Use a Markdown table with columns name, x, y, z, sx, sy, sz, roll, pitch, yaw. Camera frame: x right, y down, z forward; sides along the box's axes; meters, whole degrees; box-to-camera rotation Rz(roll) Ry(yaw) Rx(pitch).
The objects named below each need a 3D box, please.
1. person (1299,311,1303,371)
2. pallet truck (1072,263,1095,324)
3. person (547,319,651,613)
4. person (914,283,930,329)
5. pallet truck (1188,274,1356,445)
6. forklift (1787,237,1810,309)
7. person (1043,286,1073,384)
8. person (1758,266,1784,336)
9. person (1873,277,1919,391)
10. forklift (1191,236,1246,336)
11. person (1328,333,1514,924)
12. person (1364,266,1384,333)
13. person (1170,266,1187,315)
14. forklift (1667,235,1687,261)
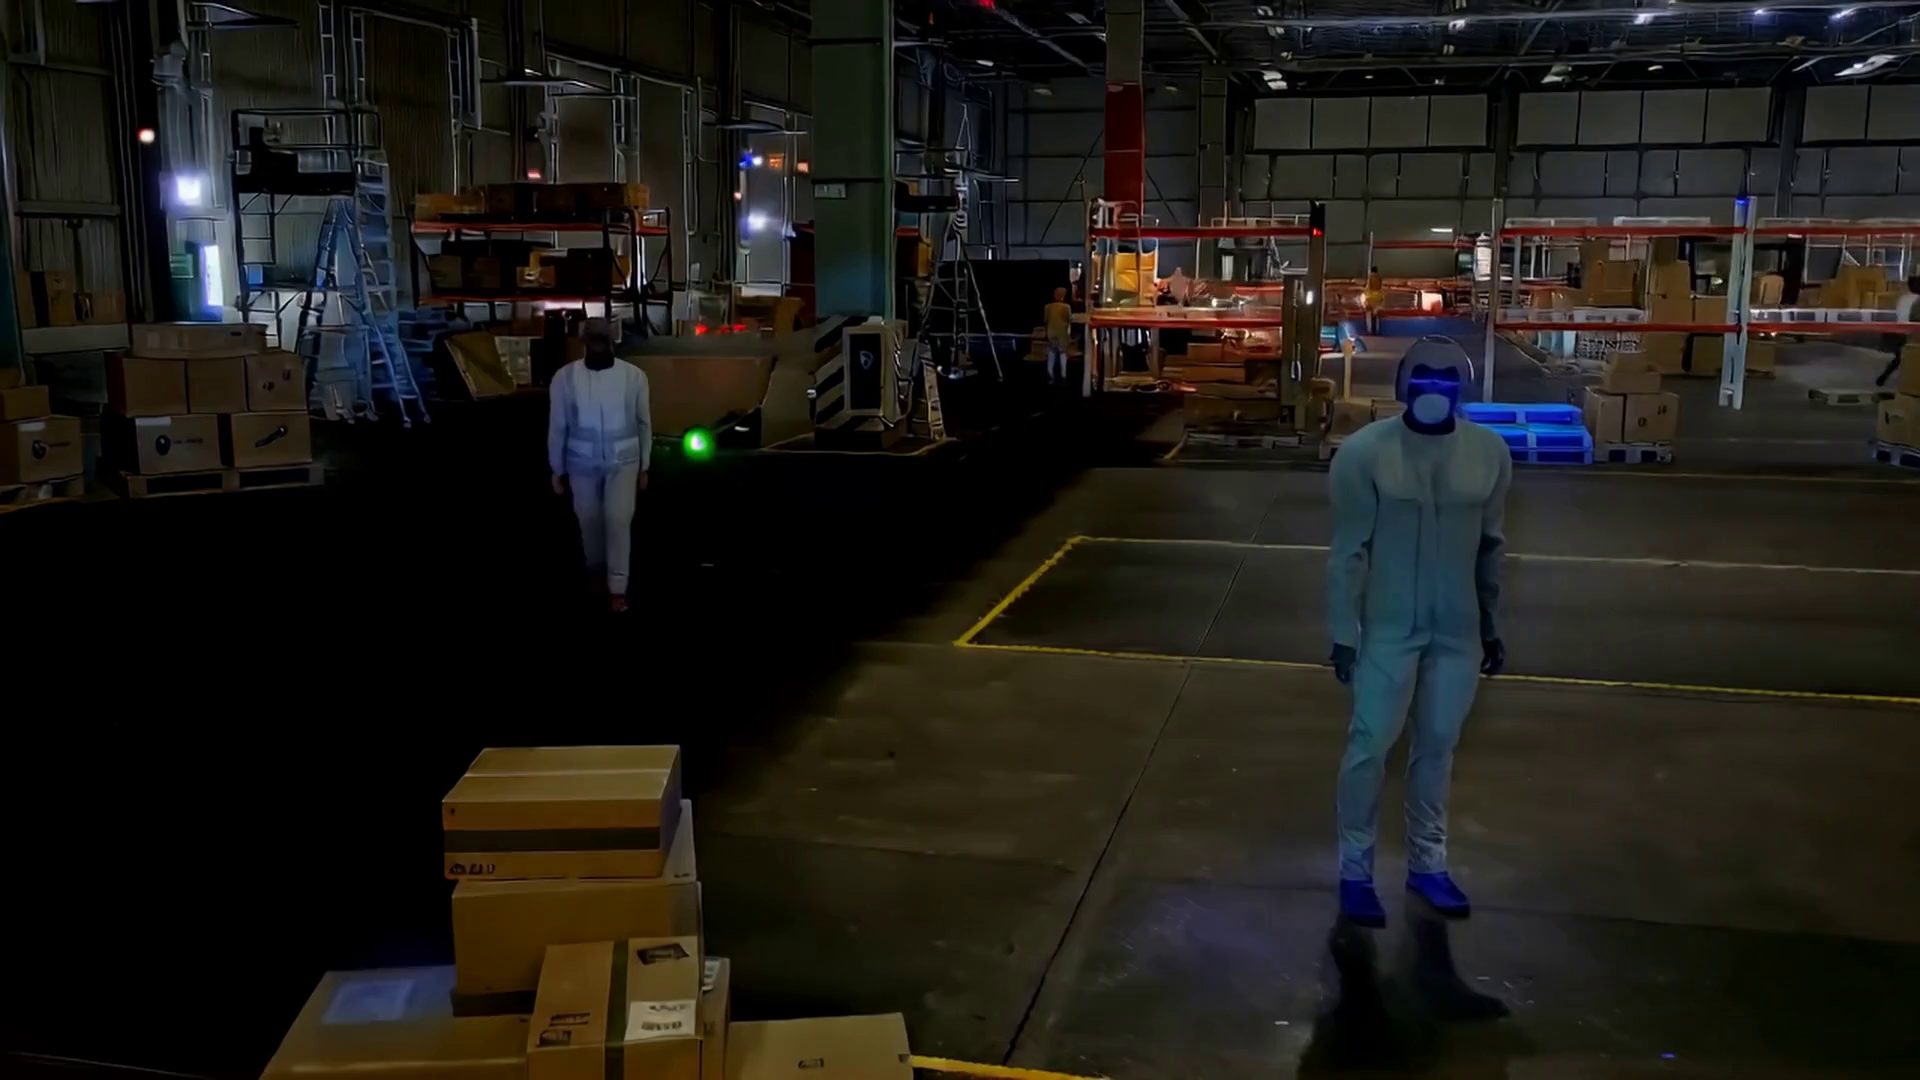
| name | x | y | z | sx | sy | sz | roll | pitch | yaw |
| --- | --- | --- | --- | --- | --- | --- | --- | --- | --- |
| person | 6.744 | -4.118 | 32.029 | 0.486 | 1.737 | 0.334 | -8 | 13 | -40 |
| pallet truck | 4.325 | -8.180 | 55.162 | 0.823 | 1.965 | 1.885 | 6 | 11 | 31 |
| person | -2.267 | -0.493 | 10.492 | 0.636 | 1.808 | 0.912 | -2 | 10 | -12 |
| person | -1.130 | -7.382 | 50.671 | 0.544 | 1.930 | 0.389 | -6 | 11 | -30 |
| pallet truck | 3.653 | -2.138 | 19.590 | 1.885 | 1.965 | 0.823 | -4 | 10 | -20 |
| forklift | 26.447 | -8.212 | 52.757 | 1.873 | 2.768 | 1.129 | 2 | 10 | 14 |
| person | 1.696 | -3.525 | 28.628 | 0.539 | 1.698 | 0.319 | 5 | 11 | 26 |
| person | 22.629 | -6.671 | 46.450 | 0.627 | 1.940 | 0.371 | 1 | 10 | 8 |
| person | 15.519 | -3.363 | 27.204 | 1.022 | 1.872 | 0.607 | 2 | 10 | 13 |
| forklift | 7.204 | -6.885 | 44.940 | 1.129 | 2.768 | 1.873 | -5 | 11 | -27 |
| person | 1.502 | 0.293 | 5.457 | 0.631 | 1.935 | 0.362 | -2 | 10 | -12 |
| person | 11.944 | -6.939 | 48.033 | 0.545 | 1.938 | 0.355 | 0 | 10 | 1 |
| person | 7.490 | -8.421 | 56.853 | 0.644 | 1.910 | 0.779 | -2 | 10 | -13 |
| forklift | 21.023 | -7.585 | 49.067 | 1.873 | 2.768 | 1.129 | 1 | 10 | 5 |
